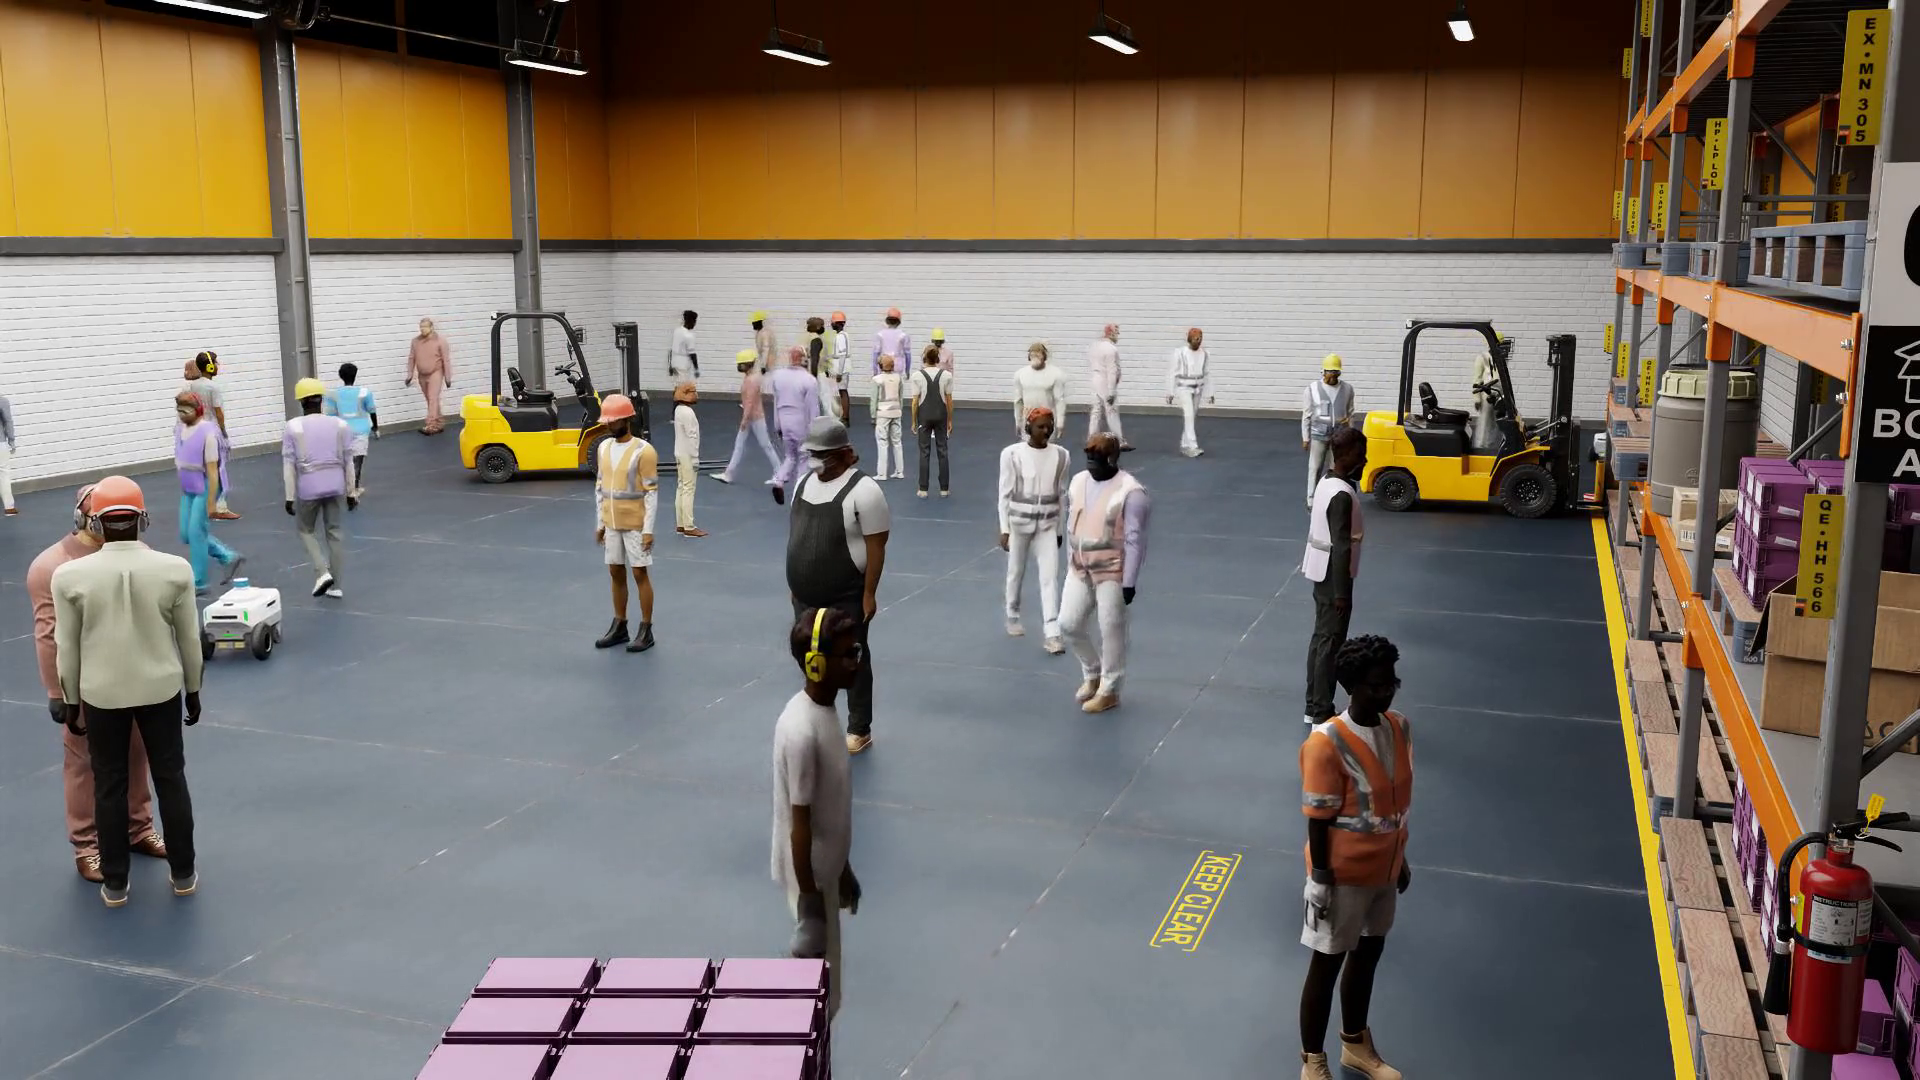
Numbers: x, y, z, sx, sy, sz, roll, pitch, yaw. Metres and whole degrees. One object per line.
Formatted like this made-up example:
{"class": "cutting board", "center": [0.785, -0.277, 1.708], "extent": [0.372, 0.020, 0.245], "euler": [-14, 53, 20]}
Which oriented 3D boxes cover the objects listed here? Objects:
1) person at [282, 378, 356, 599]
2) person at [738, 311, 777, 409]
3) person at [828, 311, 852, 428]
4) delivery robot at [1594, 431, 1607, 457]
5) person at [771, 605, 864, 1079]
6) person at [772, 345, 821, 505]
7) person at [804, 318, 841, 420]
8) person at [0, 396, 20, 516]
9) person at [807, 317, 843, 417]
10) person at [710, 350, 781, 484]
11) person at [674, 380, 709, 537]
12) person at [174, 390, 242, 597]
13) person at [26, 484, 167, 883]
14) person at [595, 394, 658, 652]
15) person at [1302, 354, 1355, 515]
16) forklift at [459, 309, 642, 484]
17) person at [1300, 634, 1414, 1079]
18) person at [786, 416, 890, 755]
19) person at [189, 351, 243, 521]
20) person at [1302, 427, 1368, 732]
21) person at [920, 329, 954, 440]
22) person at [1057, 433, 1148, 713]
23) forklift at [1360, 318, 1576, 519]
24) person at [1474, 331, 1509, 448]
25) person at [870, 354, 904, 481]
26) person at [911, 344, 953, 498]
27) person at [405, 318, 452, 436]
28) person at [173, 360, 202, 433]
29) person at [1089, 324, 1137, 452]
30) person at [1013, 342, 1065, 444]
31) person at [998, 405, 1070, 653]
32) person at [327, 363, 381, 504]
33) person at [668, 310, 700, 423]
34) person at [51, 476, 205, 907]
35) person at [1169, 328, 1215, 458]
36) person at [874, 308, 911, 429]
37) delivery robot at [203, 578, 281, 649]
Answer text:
{"class": "person", "center": [-5.482, -0.433, 14.230], "extent": [0.616, 1.904, 0.425], "euler": [-9, 13, -41]}
{"class": "person", "center": [-3.540, -3.257, 30.354], "extent": [1.071, 1.836, 0.591], "euler": [-5, 11, -27]}
{"class": "person", "center": [-1.995, -2.833, 27.661], "extent": [0.377, 1.938, 0.547], "euler": [0, 10, 2]}
{"class": "delivery robot", "center": [9.162, -1.391, 23.172], "extent": [0.707, 0.478, 0.477], "euler": [-8, 13, -37]}
{"class": "person", "center": [-0.458, 1.133, 5.571], "extent": [0.331, 1.865, 0.537], "euler": [0, 10, 2]}
{"class": "person", "center": [-1.872, -1.286, 19.075], "extent": [0.662, 1.893, 0.488], "euler": [7, 12, 35]}
{"class": "person", "center": [-2.525, -2.894, 28.417], "extent": [0.911, 1.805, 0.636], "euler": [-3, 11, -17]}
{"class": "person", "center": [-10.849, -1.072, 18.603], "extent": [0.507, 1.632, 0.267], "euler": [-3, 11, -17]}
{"class": "person", "center": [-2.464, -2.986, 28.922], "extent": [0.928, 1.802, 0.623], "euler": [2, 10, 14]}
{"class": "person", "center": [-2.670, -1.539, 21.014], "extent": [0.944, 1.711, 0.541], "euler": [-4, 11, -21]}
{"class": "person", "center": [-2.830, -0.852, 17.355], "extent": [0.280, 1.636, 0.500], "euler": [-5, 11, -26]}
{"class": "person", "center": [-6.523, -0.404, 14.343], "extent": [0.625, 1.805, 0.568], "euler": [8, 13, 36]}
{"class": "person", "center": [-4.103, 0.671, 8.039], "extent": [0.406, 1.902, 0.636], "euler": [6, 12, 29]}
{"class": "person", "center": [-2.518, -0.126, 12.446], "extent": [0.566, 1.932, 0.373], "euler": [6, 12, 29]}
{"class": "person", "center": [4.124, -1.173, 18.640], "extent": [0.589, 1.824, 0.403], "euler": [0, 10, -1]}
{"class": "forklift", "center": [-5.354, -1.902, 21.697], "extent": [2.313, 2.155, 1.214], "euler": [-2, 10, -13]}
{"class": "person", "center": [1.403, 1.159, 5.861], "extent": [0.541, 1.696, 0.315], "euler": [-8, 13, -39]}
{"class": "person", "center": [-0.789, 0.265, 9.927], "extent": [0.688, 2.000, 0.536], "euler": [7, 12, 36]}
{"class": "person", "center": [-8.242, -1.140, 18.352], "extent": [0.513, 1.862, 0.328], "euler": [6, 12, 31]}
{"class": "person", "center": [2.321, 0.254, 10.339], "extent": [0.371, 1.915, 0.597], "euler": [1, 10, 4]}
{"class": "person", "center": [-0.356, -2.408, 25.894], "extent": [0.531, 1.722, 0.866], "euler": [0, 10, -1]}
{"class": "person", "center": [0.914, 0.214, 10.796], "extent": [0.448, 1.832, 0.651], "euler": [-10, 14, -44]}
{"class": "forklift", "center": [5.787, -1.437, 19.079], "extent": [2.313, 2.155, 1.214], "euler": [3, 11, 19]}
{"class": "person", "center": [7.497, -2.028, 23.433], "extent": [0.599, 1.828, 0.404], "euler": [-5, 11, -26]}
{"class": "person", "center": [-0.936, -1.578, 21.472], "extent": [0.515, 1.630, 0.320], "euler": [-8, 13, -37]}
{"class": "person", "center": [-0.336, -1.421, 19.975], "extent": [0.504, 1.847, 0.345], "euler": [-1, 10, -8]}
{"class": "person", "center": [-8.493, -2.584, 26.480], "extent": [0.657, 1.858, 0.966], "euler": [3, 11, 19]}
{"class": "person", "center": [-9.520, -1.424, 20.679], "extent": [0.784, 1.600, 0.511], "euler": [3, 10, 14]}
{"class": "person", "center": [2.242, -2.224, 24.452], "extent": [0.837, 1.872, 0.693], "euler": [-3, 11, -17]}
{"class": "person", "center": [0.952, -1.420, 19.813], "extent": [0.632, 1.905, 0.936], "euler": [2, 10, 10]}
{"class": "person", "center": [0.551, -0.111, 12.635], "extent": [0.593, 1.844, 0.976], "euler": [-2, 10, -13]}
{"class": "person", "center": [-7.162, -1.261, 19.636], "extent": [0.538, 1.647, 0.911], "euler": [0, 10, -2]}
{"class": "person", "center": [-4.676, -2.971, 28.461], "extent": [0.673, 1.928, 0.627], "euler": [-7, 12, -36]}
{"class": "person", "center": [-3.824, 0.693, 7.694], "extent": [0.607, 1.987, 0.407], "euler": [-6, 12, -32]}
{"class": "person", "center": [3.362, -2.096, 23.782], "extent": [0.625, 1.834, 0.940], "euler": [-4, 11, -22]}
{"class": "person", "center": [-1.129, -2.848, 27.662], "extent": [0.612, 1.983, 1.041], "euler": [2, 10, 12]}
{"class": "delivery robot", "center": [-5.332, 0.528, 12.367], "extent": [0.477, 0.478, 0.707], "euler": [-1, 10, -3]}
